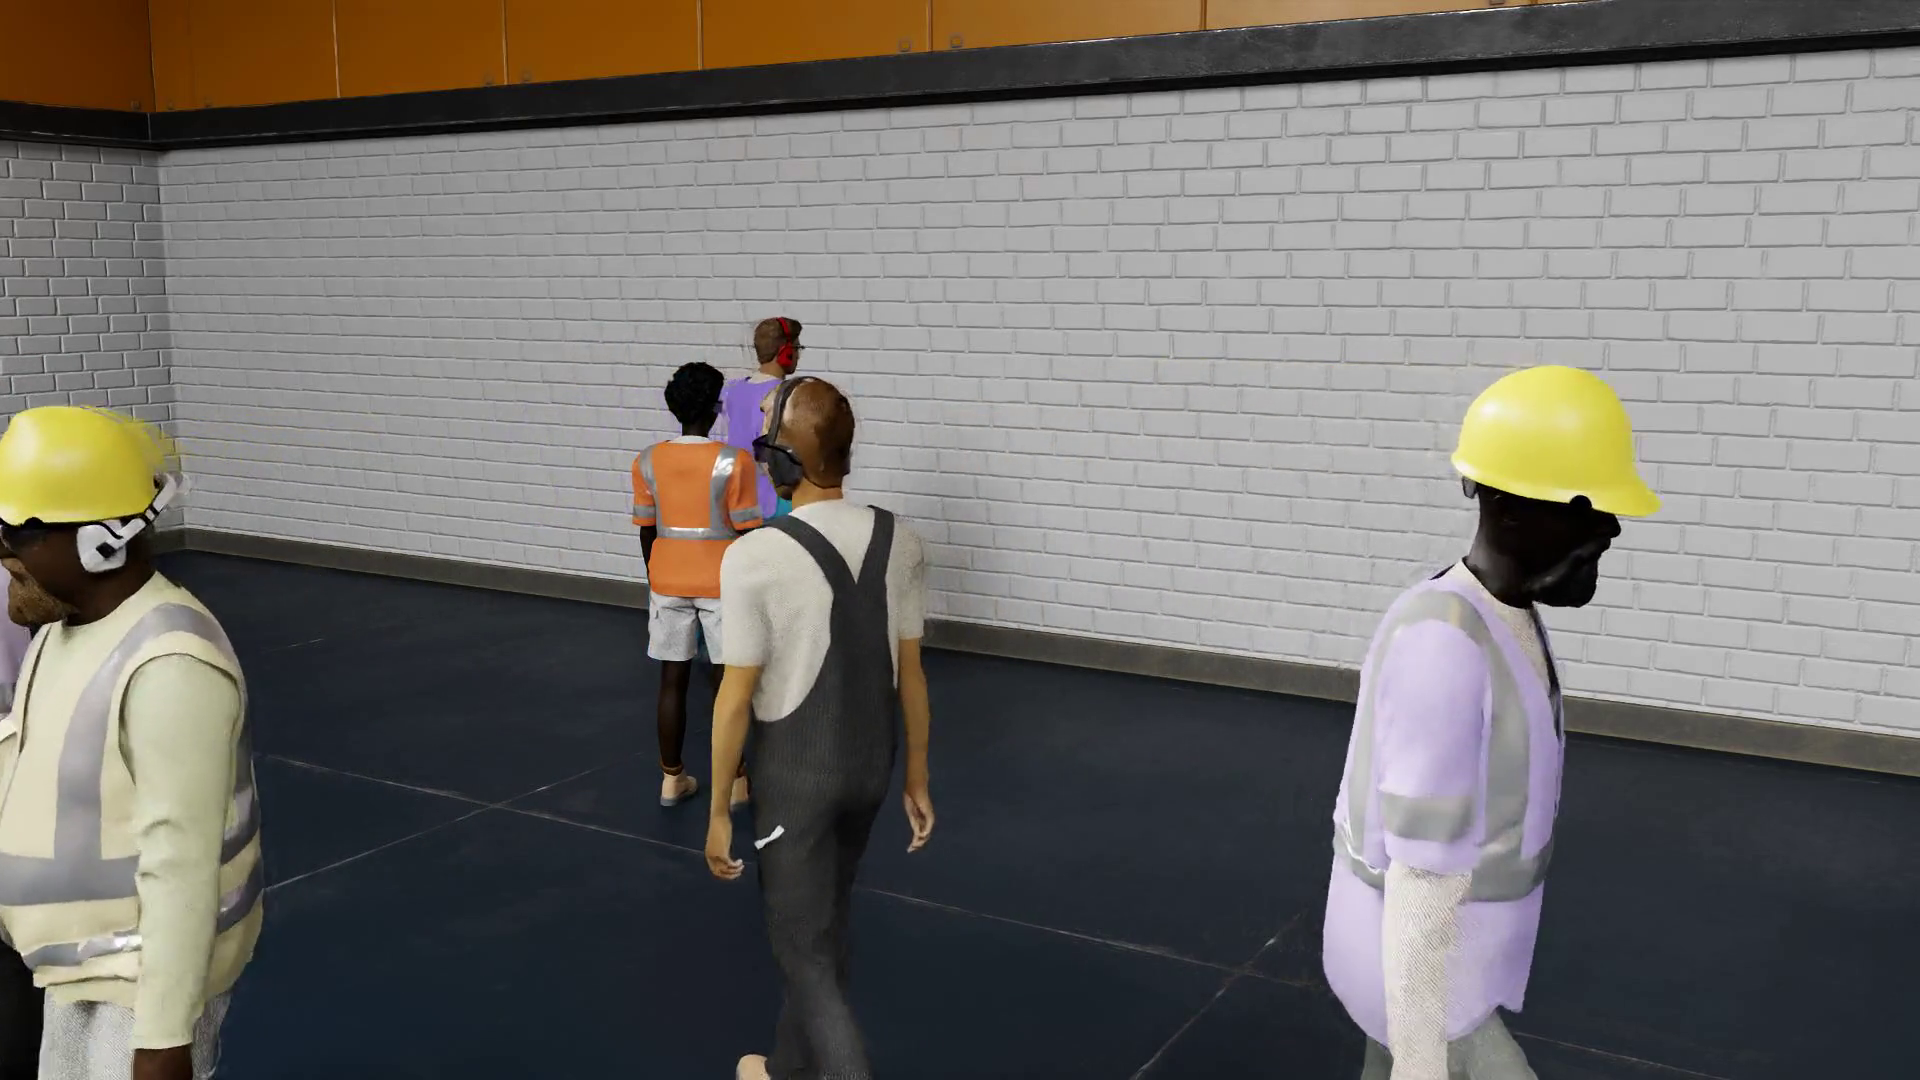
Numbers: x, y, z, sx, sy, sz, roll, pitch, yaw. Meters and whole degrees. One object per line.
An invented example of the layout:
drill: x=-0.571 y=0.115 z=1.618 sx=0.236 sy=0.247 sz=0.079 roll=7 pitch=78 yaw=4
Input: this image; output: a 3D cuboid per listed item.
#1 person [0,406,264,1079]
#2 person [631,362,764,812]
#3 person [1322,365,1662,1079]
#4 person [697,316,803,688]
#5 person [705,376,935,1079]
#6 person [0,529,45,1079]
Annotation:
person: x=-1.374 y=0.681 z=2.787 sx=0.505 sy=1.818 sz=0.623 roll=-9 pitch=13 yaw=-44
person: x=-0.970 y=0.180 z=6.265 sx=0.534 sy=1.699 sz=0.318 roll=3 pitch=10 yaw=18
person: x=0.817 y=0.680 z=2.568 sx=0.806 sy=1.880 sz=0.641 roll=4 pitch=10 yaw=24
person: x=-0.881 y=-0.108 z=7.648 sx=0.534 sy=1.828 sz=0.570 roll=-7 pitch=12 yaw=-39
person: x=-0.301 y=0.540 z=3.680 sx=0.530 sy=1.813 sz=0.869 roll=-8 pitch=12 yaw=-39
person: x=-2.154 y=0.546 z=3.447 sx=0.908 sy=1.871 sz=0.591 roll=9 pitch=13 yaw=44
